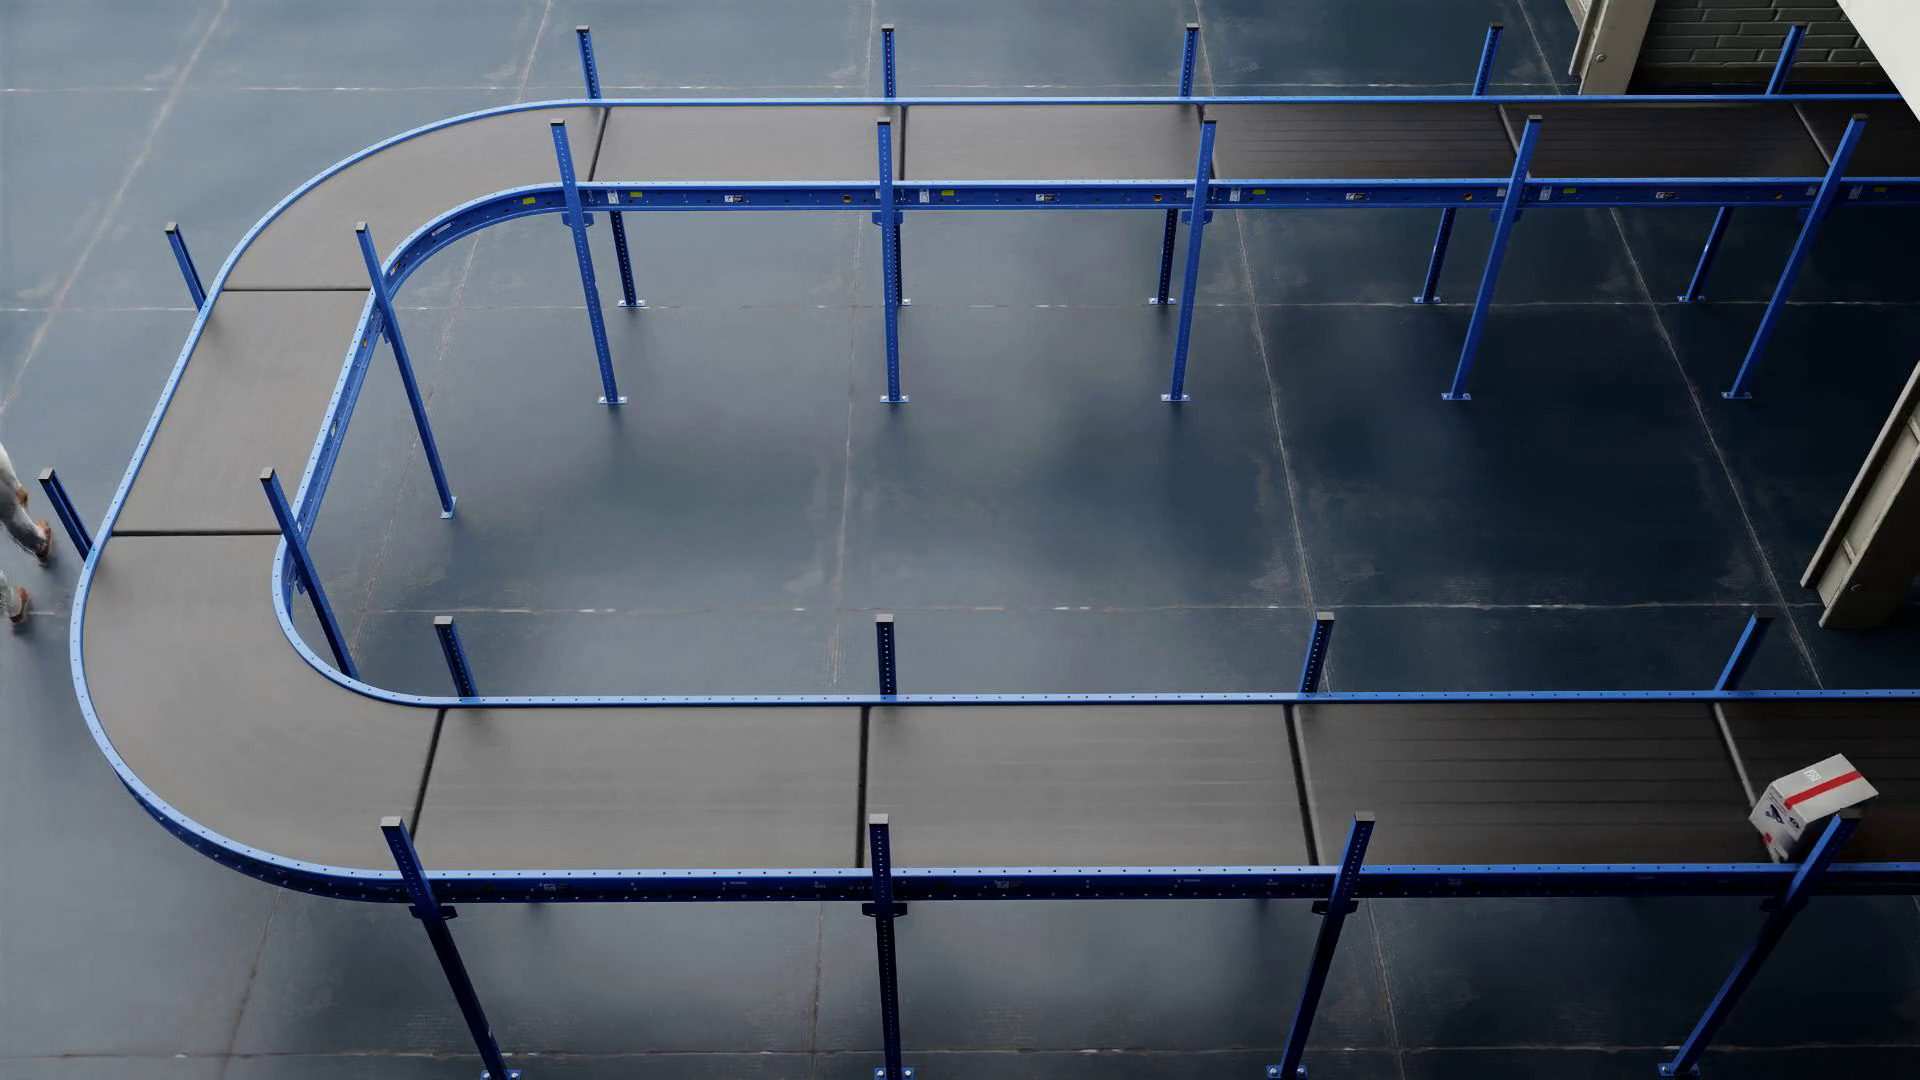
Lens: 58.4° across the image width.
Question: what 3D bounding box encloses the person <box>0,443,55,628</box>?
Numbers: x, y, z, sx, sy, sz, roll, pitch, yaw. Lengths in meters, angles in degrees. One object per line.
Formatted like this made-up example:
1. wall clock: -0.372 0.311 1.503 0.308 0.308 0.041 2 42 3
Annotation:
1. person: -6.005 -0.389 10.340 0.655 1.899 0.930 -17 49 -15
